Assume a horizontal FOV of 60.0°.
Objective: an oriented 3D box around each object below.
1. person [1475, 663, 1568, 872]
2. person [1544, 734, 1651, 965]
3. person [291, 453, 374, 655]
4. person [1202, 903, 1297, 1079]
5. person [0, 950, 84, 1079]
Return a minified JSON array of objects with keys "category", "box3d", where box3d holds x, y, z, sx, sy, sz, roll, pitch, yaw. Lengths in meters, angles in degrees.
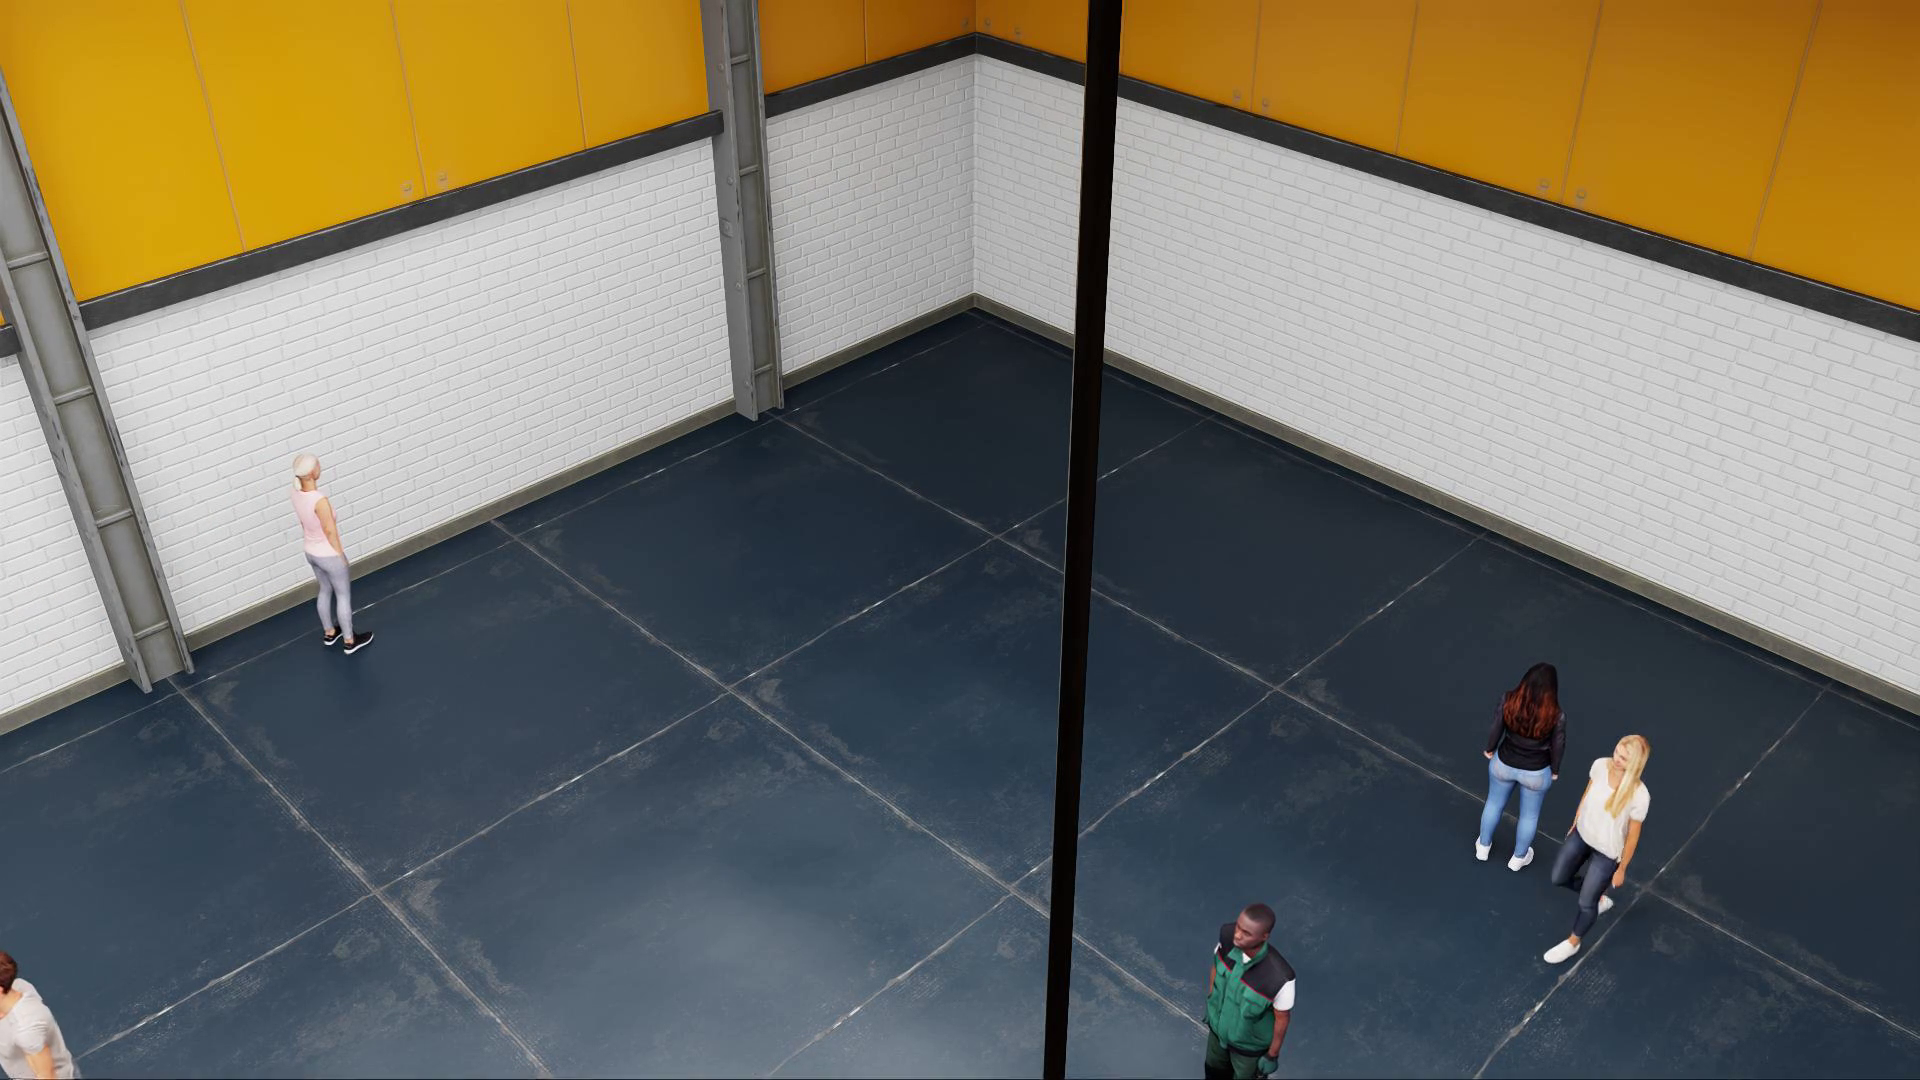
[{"category":"person","box3d":[3.675,1.470,10.871,0.686,1.634,0.646,18,38,25]},{"category":"person","box3d":[3.959,1.851,10.146,0.883,1.800,0.773,-14,36,-21]},{"category":"person","box3d":[-4.912,0.103,12.847,0.566,1.723,0.551,22,40,30]},{"category":"person","box3d":[1.522,2.626,8.945,0.636,1.840,0.707,-23,40,-31]},{"category":"person","box3d":[-4.710,2.809,8.621,0.642,1.894,0.519,27,42,35]}]
